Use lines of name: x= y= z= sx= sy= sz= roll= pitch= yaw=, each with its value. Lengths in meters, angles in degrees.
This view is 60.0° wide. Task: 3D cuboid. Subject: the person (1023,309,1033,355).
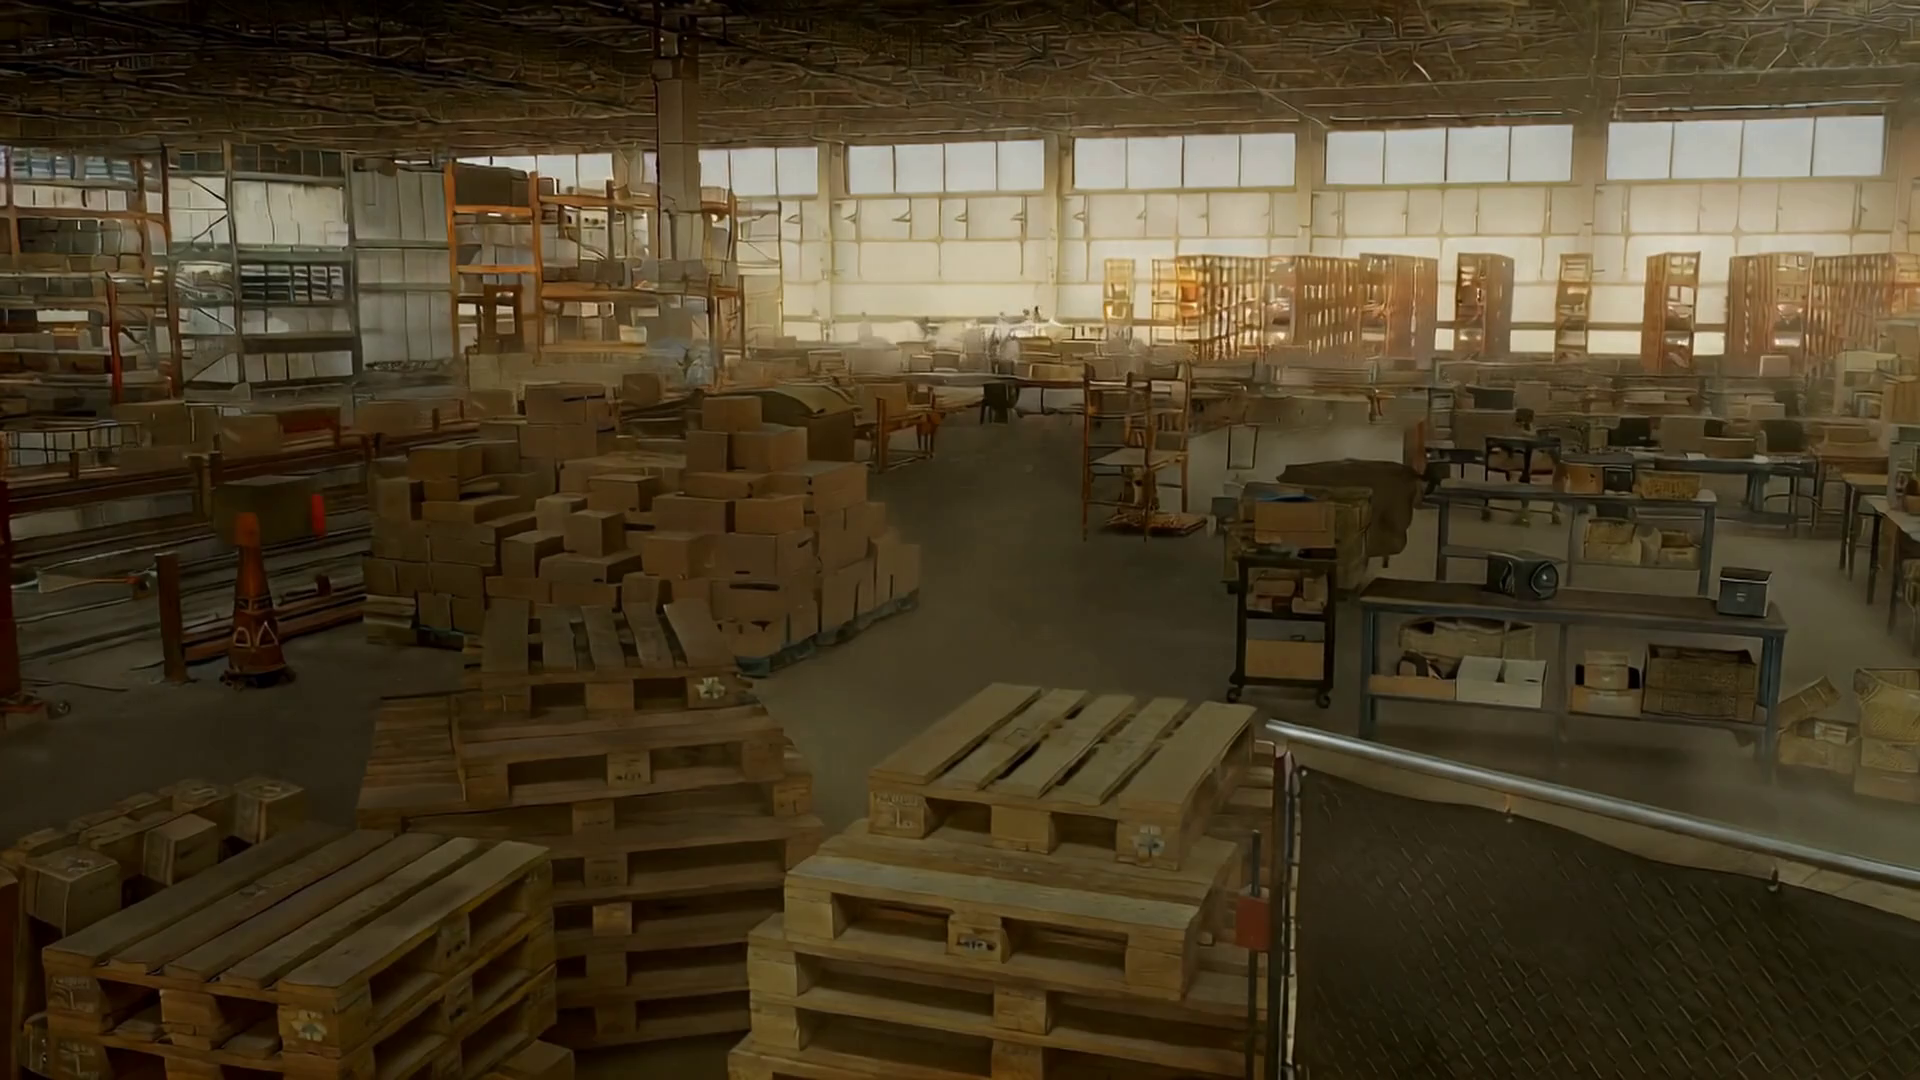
person: x=2.248 y=-6.867 z=56.286 sx=0.402 sy=1.908 sz=0.650 roll=1 pitch=9 yaw=5

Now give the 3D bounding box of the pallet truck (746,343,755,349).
pallet truck: x=-6.183 y=-4.618 z=44.264 sx=1.601 sy=1.201 sz=0.680 roll=-9 pitch=12 yaw=-43

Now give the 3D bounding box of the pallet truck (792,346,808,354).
pallet truck: x=-3.705 y=-4.298 z=42.022 sx=0.653 sy=1.274 sz=1.630 roll=3 pitch=10 yaw=20

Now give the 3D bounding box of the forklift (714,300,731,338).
forklift: x=-8.126 y=-6.804 z=52.808 sx=1.129 sy=2.768 sz=1.873 roll=3 pitch=10 yaw=20

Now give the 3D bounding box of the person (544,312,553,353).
person: x=-13.891 y=-6.765 z=55.690 sx=0.639 sy=1.890 sz=0.774 roll=4 pitch=10 yaw=24

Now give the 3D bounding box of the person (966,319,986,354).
person: x=0.460 y=-5.193 z=45.964 sx=0.589 sy=1.837 sz=0.404 roll=5 pitch=10 yaw=28

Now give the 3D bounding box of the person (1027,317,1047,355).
person: x=2.332 y=-5.773 z=49.757 sx=0.573 sy=1.789 sz=0.979 roll=-4 pitch=10 yaw=-25

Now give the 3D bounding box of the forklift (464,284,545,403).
forklift: x=-10.832 y=-4.702 z=39.610 sx=1.129 sy=2.768 sz=1.873 roll=3 pitch=10 yaw=20

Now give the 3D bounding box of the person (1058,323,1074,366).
person: x=2.400 y=-3.912 z=37.572 sx=0.399 sy=1.945 sz=0.615 roll=-1 pitch=9 yaw=-7

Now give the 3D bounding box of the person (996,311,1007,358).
person: x=1.542 y=-7.510 z=60.845 sx=0.486 sy=1.733 sz=0.361 roll=-7 pitch=12 yaw=-38

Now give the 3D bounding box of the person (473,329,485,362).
person: x=-12.044 y=-4.483 z=41.973 sx=0.321 sy=1.694 sz=0.534 roll=7 pitch=12 yaw=39

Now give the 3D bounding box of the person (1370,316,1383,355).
person: x=13.436 y=-6.366 z=53.427 sx=0.591 sy=1.815 sz=0.640 roll=2 pitch=9 yaw=13

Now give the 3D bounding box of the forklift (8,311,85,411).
forklift: x=-20.673 y=-4.264 z=36.864 sx=1.873 sy=2.768 sz=1.129 roll=-1 pitch=9 yaw=-7

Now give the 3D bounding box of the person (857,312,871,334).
person: x=-3.517 y=-7.395 z=60.186 sx=0.591 sy=1.703 sz=0.891 roll=-5 pitch=10 yaw=-26
